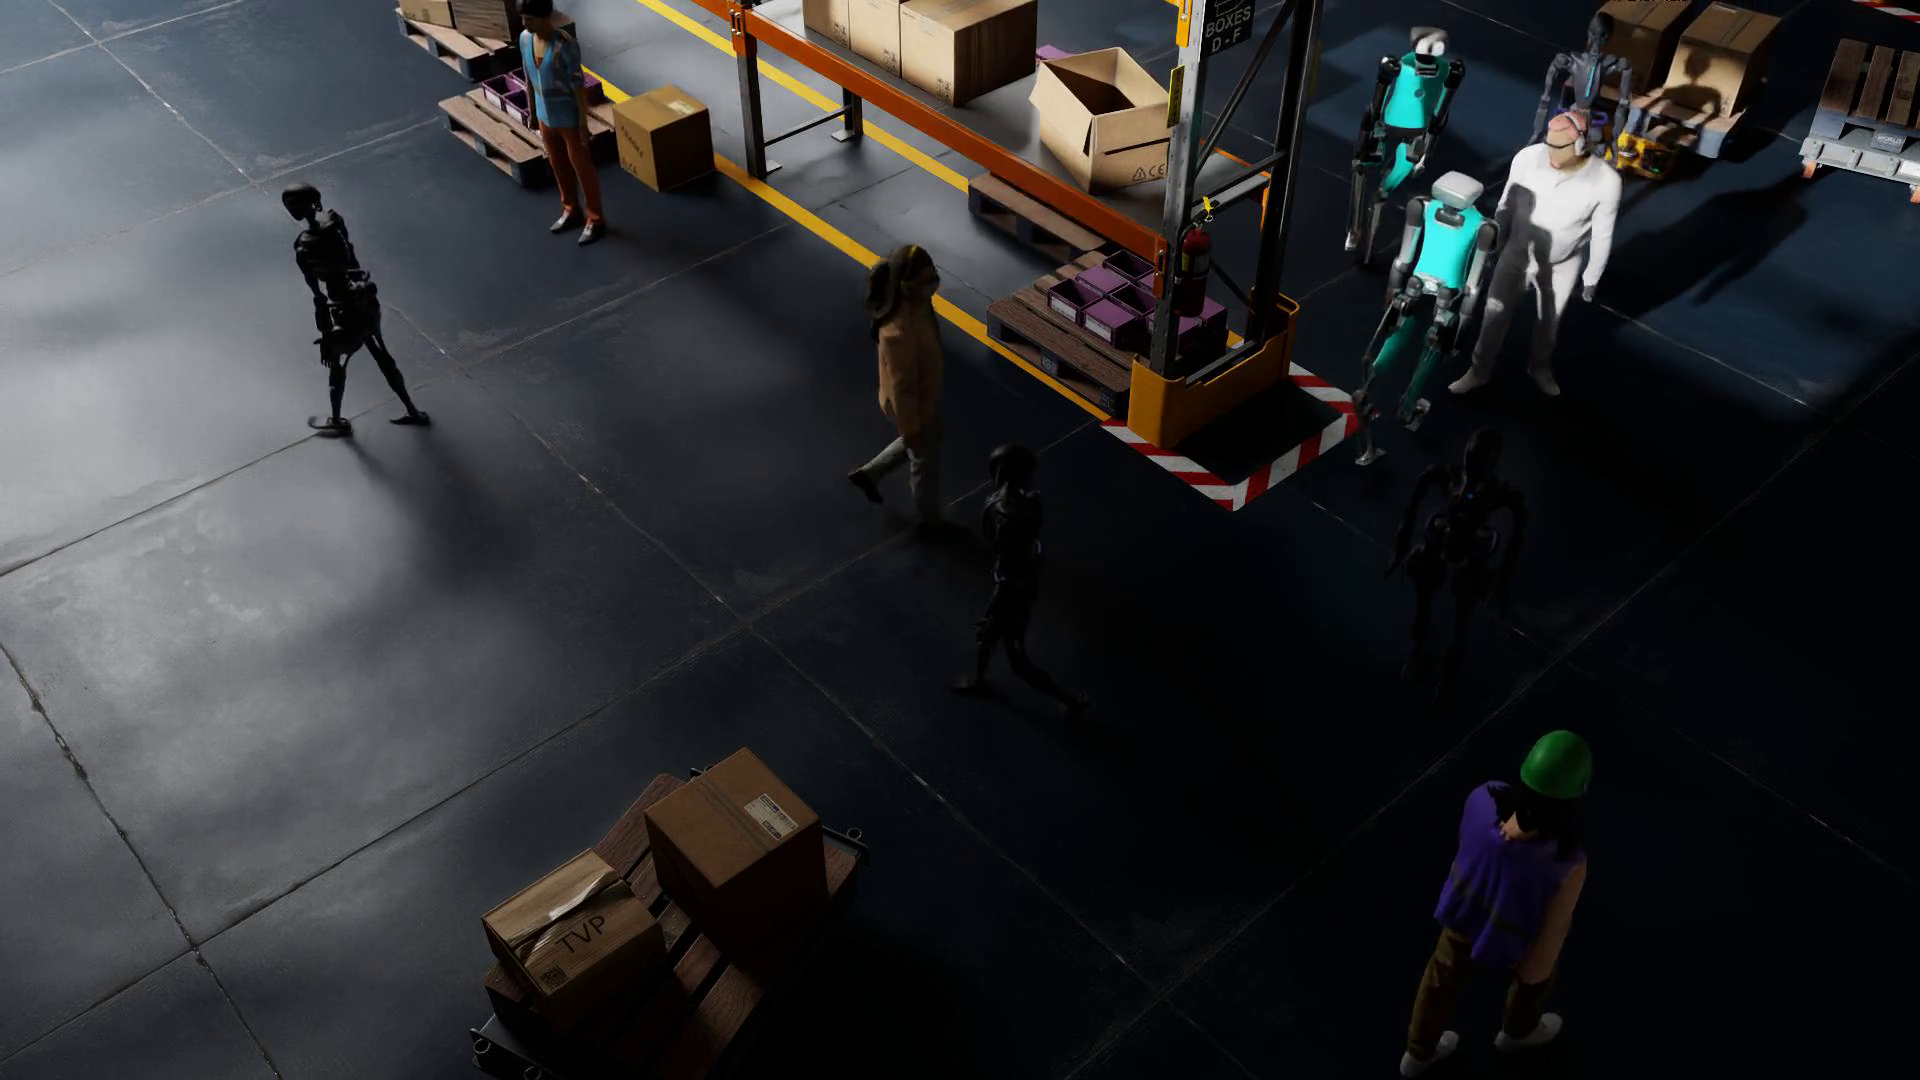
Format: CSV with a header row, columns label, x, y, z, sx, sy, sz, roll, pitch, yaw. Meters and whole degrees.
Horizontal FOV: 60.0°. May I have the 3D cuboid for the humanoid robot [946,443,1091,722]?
label,x,y,z,sx,sy,sz,roll,pitch,yaw
humanoid robot,0.291,0.225,7.850,0.743,1.654,0.613,6,43,7

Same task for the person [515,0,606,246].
label,x,y,z,sx,sy,sz,roll,pitch,yaw
person,-2.671,-2.813,11.055,0.506,1.758,0.341,21,46,21

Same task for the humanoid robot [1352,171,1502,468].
label,x,y,z,sx,sy,sz,roll,pitch,yaw
humanoid robot,2.493,-1.117,9.238,0.533,1.747,0.960,28,49,27

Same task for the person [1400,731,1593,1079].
label,x,y,z,sx,sy,sz,roll,pitch,yaw
person,2.158,1.396,6.369,0.844,1.896,0.551,-24,48,-23

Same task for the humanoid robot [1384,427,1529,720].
label,x,y,z,sx,sy,sz,roll,pitch,yaw
humanoid robot,2.346,0.124,7.922,0.616,1.643,0.461,18,46,19

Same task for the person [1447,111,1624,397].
label,x,y,z,sx,sy,sz,roll,pitch,yaw
person,3.390,-1.619,9.677,0.677,1.877,0.605,20,46,20

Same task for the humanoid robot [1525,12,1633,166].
label,x,y,z,sx,sy,sz,roll,pitch,yaw
humanoid robot,4.069,-2.670,10.969,0.610,1.645,0.401,9,43,10

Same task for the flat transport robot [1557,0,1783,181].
label,x,y,z,sx,sy,sz,roll,pitch,yaw
flat transport robot,5.236,-3.156,12.527,0.659,0.231,1.431,27,49,26

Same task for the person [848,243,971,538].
label,x,y,z,sx,sy,sz,roll,pitch,yaw
person,-0.271,-0.760,8.743,0.617,1.863,0.573,3,43,4

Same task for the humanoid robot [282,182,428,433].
label,x,y,z,sx,sy,sz,roll,pitch,yaw
humanoid robot,-3.557,-1.321,9.504,0.678,1.631,0.613,3,43,4

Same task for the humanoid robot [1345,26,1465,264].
label,x,y,z,sx,sy,sz,roll,pitch,yaw
humanoid robot,2.801,-2.588,10.868,0.559,1.828,0.789,-1,43,-1
